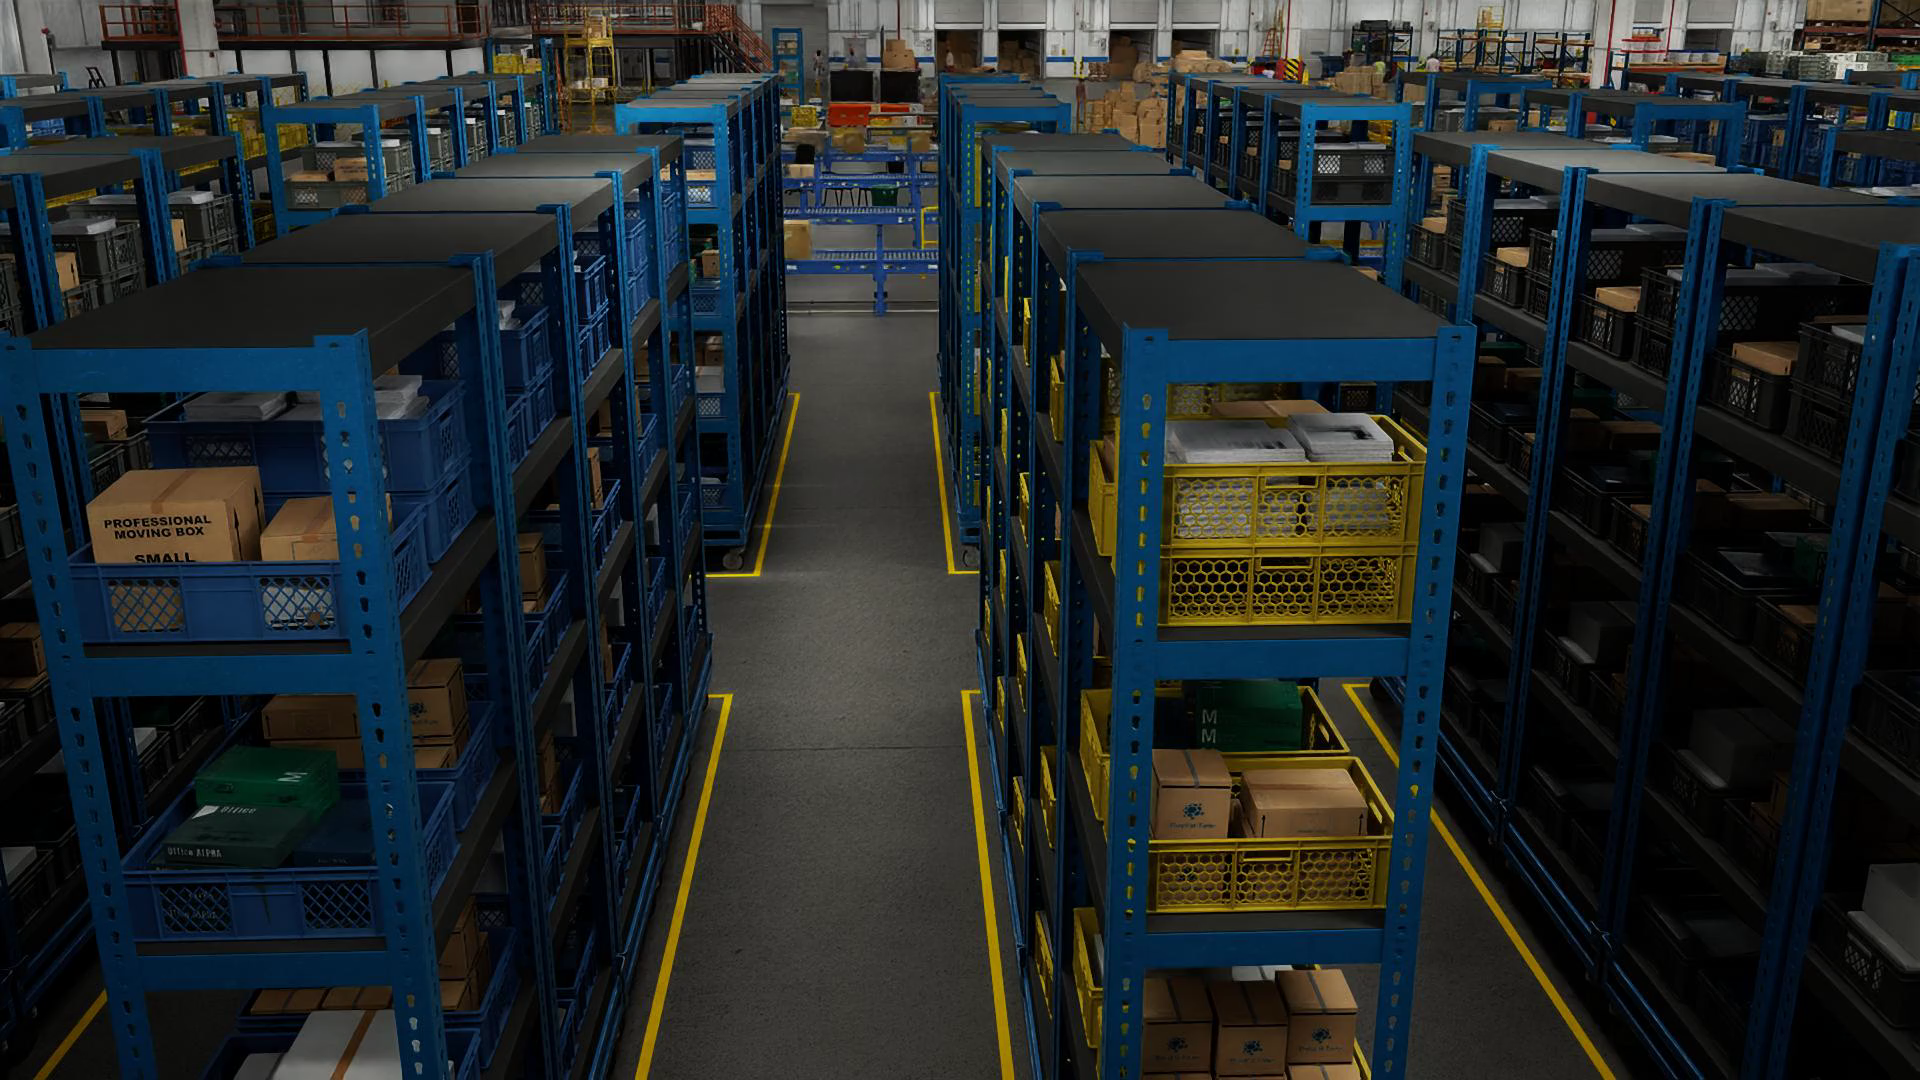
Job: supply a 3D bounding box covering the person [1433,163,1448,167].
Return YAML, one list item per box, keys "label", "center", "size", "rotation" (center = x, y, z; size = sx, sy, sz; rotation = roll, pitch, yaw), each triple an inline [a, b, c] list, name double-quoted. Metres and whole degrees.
- label: "person"
  center: [11.115, -8.762, 38.142]
  size: [0.610, 1.778, 0.945]
  rotation: [0, 18, 1]

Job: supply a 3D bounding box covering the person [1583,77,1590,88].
- label: "person"
  center: [20.797, -14.387, 55.291]
  size: [0.360, 1.939, 0.543]
  rotation: [-6, 19, -17]

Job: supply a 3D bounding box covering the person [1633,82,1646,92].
- label: "person"
  center: [29.648, -19.900, 72.411]
  size: [0.666, 1.896, 0.933]
  rotation: [-1, 18, -2]

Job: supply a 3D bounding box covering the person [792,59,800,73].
- label: "person"
  center: [-9.153, -26.658, 93.290]
  size: [0.612, 1.918, 0.602]
  rotation: [-2, 18, -5]

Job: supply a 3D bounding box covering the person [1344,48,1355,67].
- label: "person"
  center: [21.359, -26.021, 91.358]
  size: [0.643, 1.917, 0.383]
  rotation: [11, 21, 31]

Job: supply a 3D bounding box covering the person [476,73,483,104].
- label: "person"
  center: [-17.348, -15.997, 60.425]
  size: [0.517, 1.842, 0.327]
  rotation: [-15, 23, -39]

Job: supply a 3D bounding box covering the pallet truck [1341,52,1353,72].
- label: "pallet truck"
  center: [18.794, -23.123, 82.231]
  size: [0.823, 1.965, 1.885]
  rotation: [-13, 22, -35]

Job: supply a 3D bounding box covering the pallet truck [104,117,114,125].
- label: "pallet truck"
  center: [-18.367, -7.885, 35.078]
  size: [1.885, 1.965, 0.823]
  rotation: [1, 18, 2]

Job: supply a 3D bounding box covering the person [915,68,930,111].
- label: "person"
  center: [-1.534, -17.370, 64.605]
  size: [0.604, 1.899, 0.596]
  rotation: [4, 18, 11]

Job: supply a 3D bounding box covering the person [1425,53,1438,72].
- label: "person"
  center: [23.460, -23.275, 82.824]
  size: [0.647, 1.911, 0.736]
  rotation: [1, 18, 3]

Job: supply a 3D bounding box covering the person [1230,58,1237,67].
- label: "person"
  center: [12.874, -21.777, 78.353]
  size: [0.970, 1.816, 0.545]
  rotation: [-3, 18, -10]

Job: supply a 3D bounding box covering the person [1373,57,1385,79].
- label: "person"
  center: [20.317, -22.571, 80.853]
  size: [0.619, 1.802, 0.960]
  rotation: [-2, 18, -6]

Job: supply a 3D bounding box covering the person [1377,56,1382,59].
- label: "person"
  center: [21.521, -23.951, 85.324]
  size: [0.739, 1.670, 0.538]
  rotation: [-10, 21, -29]

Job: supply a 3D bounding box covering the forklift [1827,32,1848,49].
- label: "forklift"
  center: [46.023, -25.321, 87.619]
  size: [1.129, 2.768, 1.873]
  rotation: [-1, 18, -2]

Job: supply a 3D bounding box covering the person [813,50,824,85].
- label: "person"
  center: [-7.685, -25.707, 90.501]
  size: [0.624, 1.835, 0.431]
  rotation: [-11, 21, -31]

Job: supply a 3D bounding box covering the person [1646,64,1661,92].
- label: "person"
  center: [30.457, -20.138, 72.926]
  size: [0.690, 2.000, 0.985]
  rotation: [3, 18, 10]

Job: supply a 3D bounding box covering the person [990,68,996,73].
- label: "person"
  center: [1.132, -16.962, 63.288]
  size: [0.986, 1.932, 0.599]
  rotation: [1, 18, 4]

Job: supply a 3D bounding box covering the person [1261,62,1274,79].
- label: "person"
  center: [12.991, -19.238, 70.353]
  size: [0.613, 1.902, 0.645]
  rotation: [-6, 19, -17]

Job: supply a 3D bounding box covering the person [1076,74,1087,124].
- label: "person"
  center: [4.509, -16.318, 61.545]
  size: [0.325, 1.767, 0.533]
  rotation: [-12, 22, -33]

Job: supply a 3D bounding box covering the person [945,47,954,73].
- label: "person"
  center: [-0.661, -26.428, 92.544]
  size: [1.028, 1.935, 0.652]
  rotation: [5, 19, 16]

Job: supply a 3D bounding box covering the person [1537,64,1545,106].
- label: "person"
  center: [24.107, -18.853, 69.247]
  size: [0.514, 1.860, 0.325]
  rotation: [-16, 24, -40]

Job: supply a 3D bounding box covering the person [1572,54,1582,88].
- label: "person"
  center: [29.999, -22.678, 80.999]
  size: [0.586, 1.903, 0.594]
  rotation: [1, 18, 4]

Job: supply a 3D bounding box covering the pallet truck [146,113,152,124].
- label: "pallet truck"
  center: [-18.087, -8.309, 36.390]
  size: [1.885, 1.965, 0.823]
  rotation: [-1, 18, -4]

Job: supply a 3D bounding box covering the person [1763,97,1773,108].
- label: "person"
  center: [21.712, -11.008, 44.904]
  size: [0.553, 1.901, 0.949]
  rotation: [0, 18, 1]

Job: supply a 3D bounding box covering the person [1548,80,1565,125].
- label: "person"
  center: [21.745, -15.902, 60.481]
  size: [0.699, 1.609, 0.546]
  rotation: [10, 20, 27]

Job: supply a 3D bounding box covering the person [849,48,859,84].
- label: "person"
  center: [-5.867, -26.130, 91.667]
  size: [0.559, 1.914, 0.541]
  rotation: [12, 21, 33]

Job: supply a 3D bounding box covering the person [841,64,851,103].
- label: "person"
  center: [-5.037, -20.159, 73.483]
  size: [0.504, 1.725, 0.441]
  rotation: [-8, 19, -22]
